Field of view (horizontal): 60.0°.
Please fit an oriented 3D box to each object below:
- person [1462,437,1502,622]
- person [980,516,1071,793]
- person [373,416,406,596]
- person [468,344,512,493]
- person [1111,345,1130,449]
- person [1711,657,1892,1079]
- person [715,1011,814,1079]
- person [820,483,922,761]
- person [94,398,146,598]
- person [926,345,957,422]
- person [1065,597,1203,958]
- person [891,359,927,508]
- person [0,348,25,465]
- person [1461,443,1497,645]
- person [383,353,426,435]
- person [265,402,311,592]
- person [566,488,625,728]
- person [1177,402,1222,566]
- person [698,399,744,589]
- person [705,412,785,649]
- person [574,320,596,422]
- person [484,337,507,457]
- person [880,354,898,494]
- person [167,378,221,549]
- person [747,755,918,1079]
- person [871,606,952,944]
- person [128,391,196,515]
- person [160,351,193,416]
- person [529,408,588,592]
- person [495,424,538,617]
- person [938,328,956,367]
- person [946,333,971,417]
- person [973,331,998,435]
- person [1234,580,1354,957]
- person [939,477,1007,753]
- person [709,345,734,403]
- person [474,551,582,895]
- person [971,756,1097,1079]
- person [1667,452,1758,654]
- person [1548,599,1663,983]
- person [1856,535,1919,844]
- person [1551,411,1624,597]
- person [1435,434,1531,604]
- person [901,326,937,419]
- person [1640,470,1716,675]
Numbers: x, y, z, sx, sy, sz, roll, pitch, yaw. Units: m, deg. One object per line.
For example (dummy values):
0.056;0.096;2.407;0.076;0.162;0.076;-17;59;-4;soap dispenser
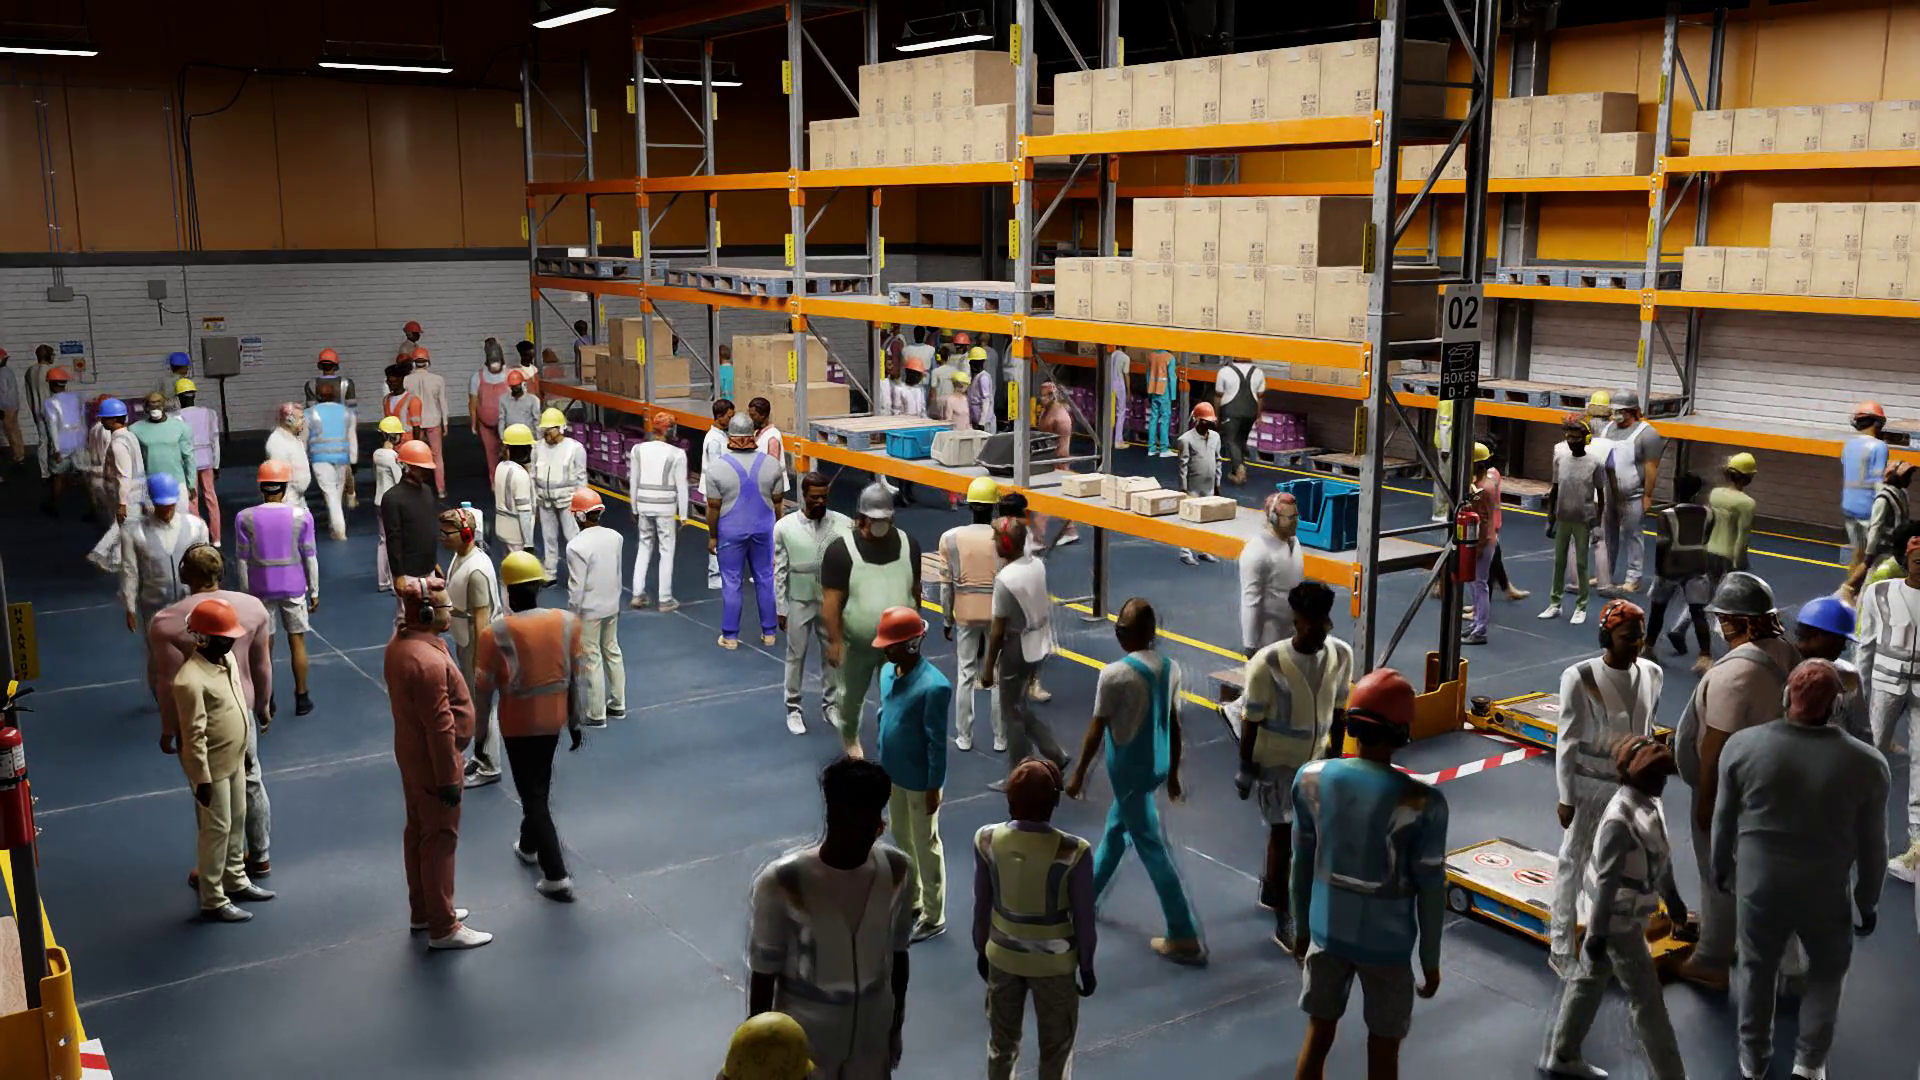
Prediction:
4.795;-0.099;15.247;0.319;1.694;0.532;4;12;21;person
0.388;0.749;10.584;0.465;1.824;0.568;5;12;23;person
-5.544;-0.333;16.286;0.341;1.757;0.517;-10;15;-42;person
-6.156;-1.597;22.026;0.689;2.000;0.927;-2;11;-9;person
2.520;-2.360;26.465;0.339;1.834;0.523;-8;13;-34;person
3.497;1.418;6.973;0.678;1.895;0.429;7;13;33;person
-0.507;2.030;4.263;0.490;1.728;0.324;5;12;24;person
-0.578;0.557;11.003;0.688;2.000;1.020;-3;12;-17;person
-8.131;-0.410;16.187;0.404;1.945;0.616;-4;12;-18;person
-0.198;-1.916;24.217;0.933;1.834;0.520;8;14;36;person
0.893;1.187;8.466;1.010;1.779;0.542;10;15;43;person
-0.659;-1.366;21.306;0.573;1.877;0.600;9;14;39;person
-14.246;-1.995;24.828;0.373;1.740;0.582;-4;12;-20;person
4.479;0.027;14.457;0.341;1.753;0.529;1;11;6;person
-7.431;-1.572;22.335;0.590;1.876;0.363;-7;13;-32;person
-6.641;-0.419;16.397;0.476;1.884;0.674;-2;11;-8;person
-2.678;0.486;12.099;0.343;1.749;0.571;5;12;26;person
2.562;-0.598;17.674;0.566;1.744;0.350;-7;13;-32;person
-2.392;-0.456;16.538;0.401;1.907;0.599;0;11;-1;person
-1.869;-0.087;14.296;0.679;2.000;0.537;-4;12;-22;person
-6.408;-2.801;28.473;0.367;1.933;0.627;2;11;11;person
-7.126;-2.200;25.614;0.327;1.844;0.514;-7;13;-32;person
-1.006;-1.557;22.257;0.328;1.872;0.510;2;11;10;person
-8.472;-0.826;18.390;0.374;1.920;0.585;8;14;37;person
-0.465;1.638;5.726;0.618;1.940;0.643;-6;12;-26;person
-0.273;1.186;8.562;0.350;1.739;0.575;-8;13;-34;person
-8.155;-0.567;17.046;0.629;1.931;0.364;-3;12;-17;person
-10.245;-1.509;21.874;0.610;1.931;0.434;7;13;32;person
-3.964;-0.390;16.382;0.600;1.829;0.404;3;11;13;person
-3.809;-0.046;14.379;0.386;1.927;0.589;-7;13;-33;person
-0.233;-2.892;29.415;0.485;1.745;0.296;-10;15;-42;person
0.008;-2.189;25.351;0.384;1.929;0.543;-9;14;-39;person
0.365;-2.295;25.861;0.372;1.940;0.627;6;12;27;person
1.700;1.120;8.497;0.612;1.912;0.696;-6;12;-26;person
0.152;0.521;11.478;0.586;1.928;0.364;1;11;7;person
-3.380;-1.904;24.107;0.373;1.840;0.570;10;15;41;person
-2.375;0.990;9.199;0.600;1.888;0.896;-10;15;-40;person
0.280;1.648;6.477;0.518;1.633;0.314;6;12;27;person
6.413;0.122;14.014;0.790;1.737;0.524;-4;12;-20;person
3.133;1.211;8.061;0.576;1.882;0.362;-4;12;-19;person
5.591;0.876;9.807;0.574;1.876;0.355;5;12;26;person
6.137;-0.348;16.247;0.713;1.802;0.442;2;11;9;person
4.993;-0.196;15.852;0.902;1.639;0.545;8;14;37;person
-0.653;-2.525;27.081;0.596;1.921;0.384;1;11;4;person
5.918;0.254;13.592;0.528;1.642;0.933;-1;11;-5;person
